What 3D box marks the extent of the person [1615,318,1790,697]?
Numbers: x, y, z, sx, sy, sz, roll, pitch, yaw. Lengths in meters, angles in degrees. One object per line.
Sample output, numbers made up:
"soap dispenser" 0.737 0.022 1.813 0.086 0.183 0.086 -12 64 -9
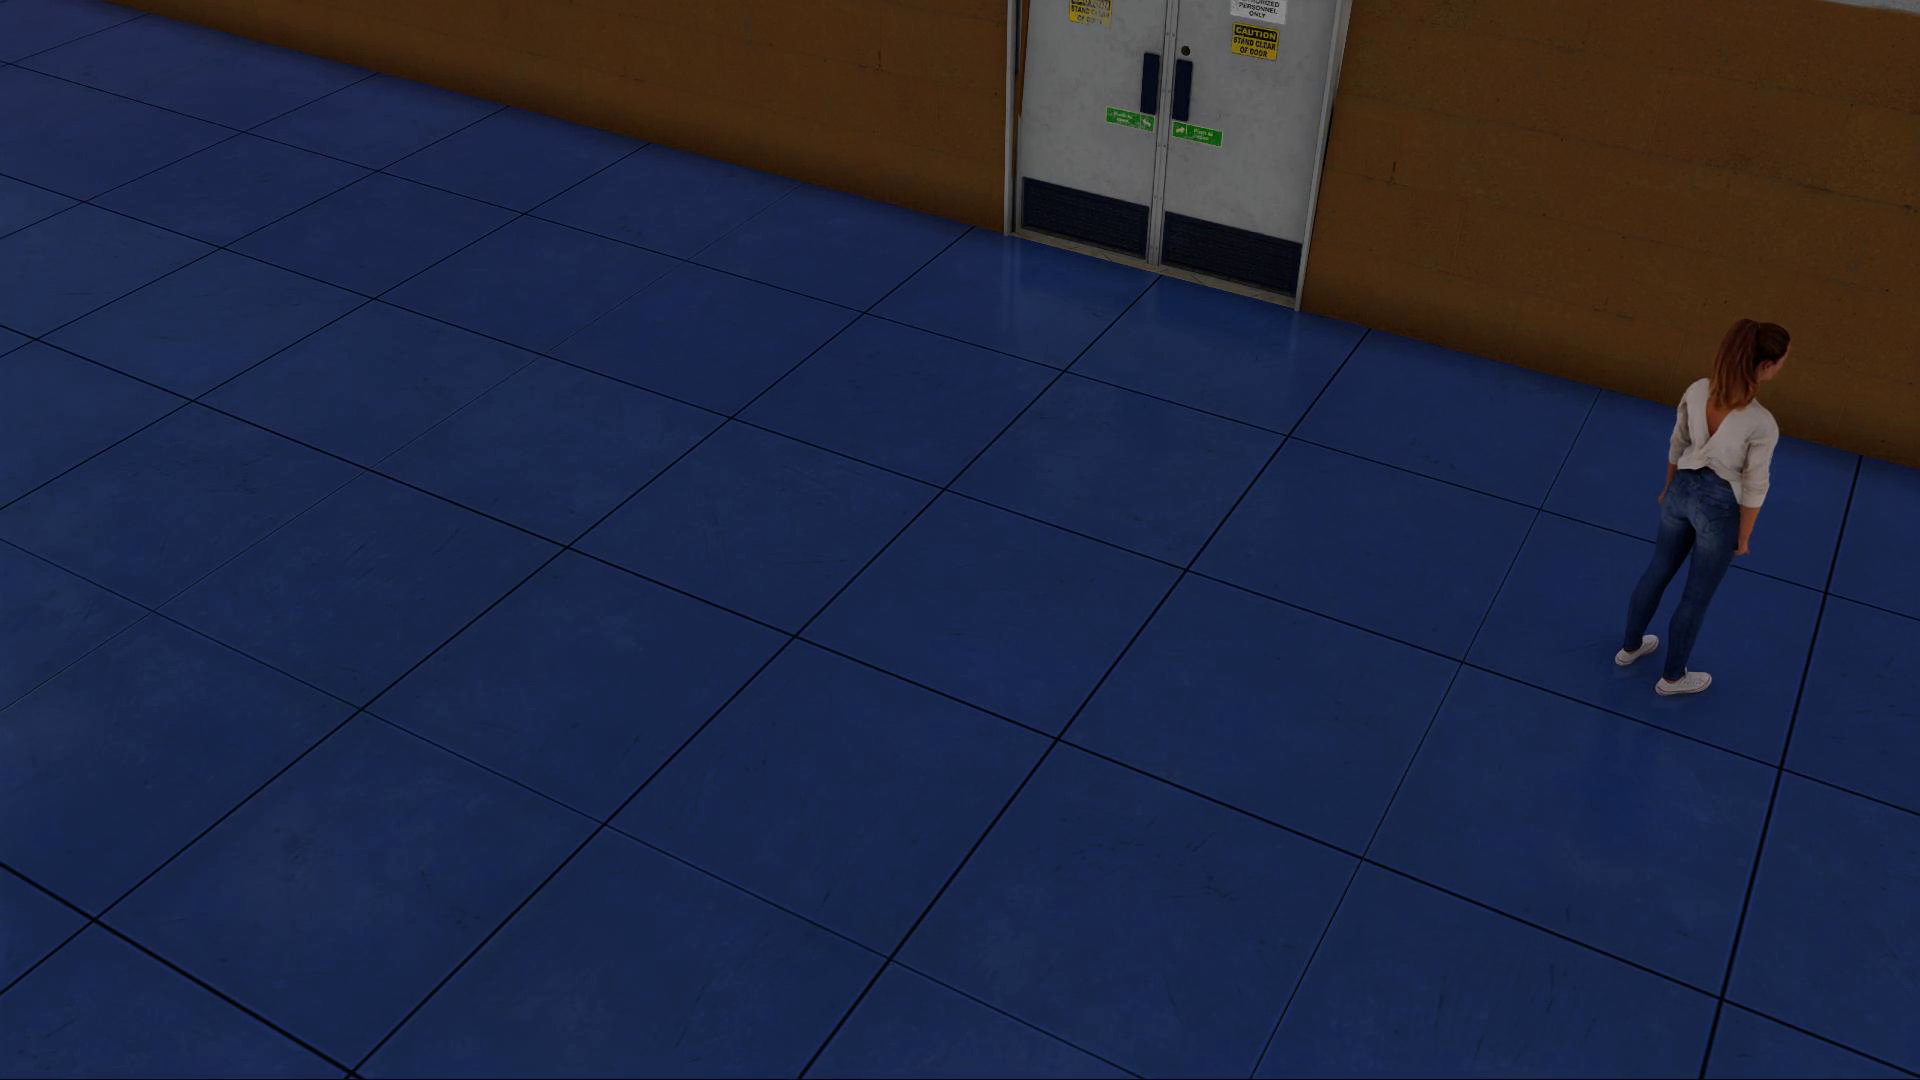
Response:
"person" 3.041 -0.121 6.810 0.705 1.732 0.687 -16 40 -20
